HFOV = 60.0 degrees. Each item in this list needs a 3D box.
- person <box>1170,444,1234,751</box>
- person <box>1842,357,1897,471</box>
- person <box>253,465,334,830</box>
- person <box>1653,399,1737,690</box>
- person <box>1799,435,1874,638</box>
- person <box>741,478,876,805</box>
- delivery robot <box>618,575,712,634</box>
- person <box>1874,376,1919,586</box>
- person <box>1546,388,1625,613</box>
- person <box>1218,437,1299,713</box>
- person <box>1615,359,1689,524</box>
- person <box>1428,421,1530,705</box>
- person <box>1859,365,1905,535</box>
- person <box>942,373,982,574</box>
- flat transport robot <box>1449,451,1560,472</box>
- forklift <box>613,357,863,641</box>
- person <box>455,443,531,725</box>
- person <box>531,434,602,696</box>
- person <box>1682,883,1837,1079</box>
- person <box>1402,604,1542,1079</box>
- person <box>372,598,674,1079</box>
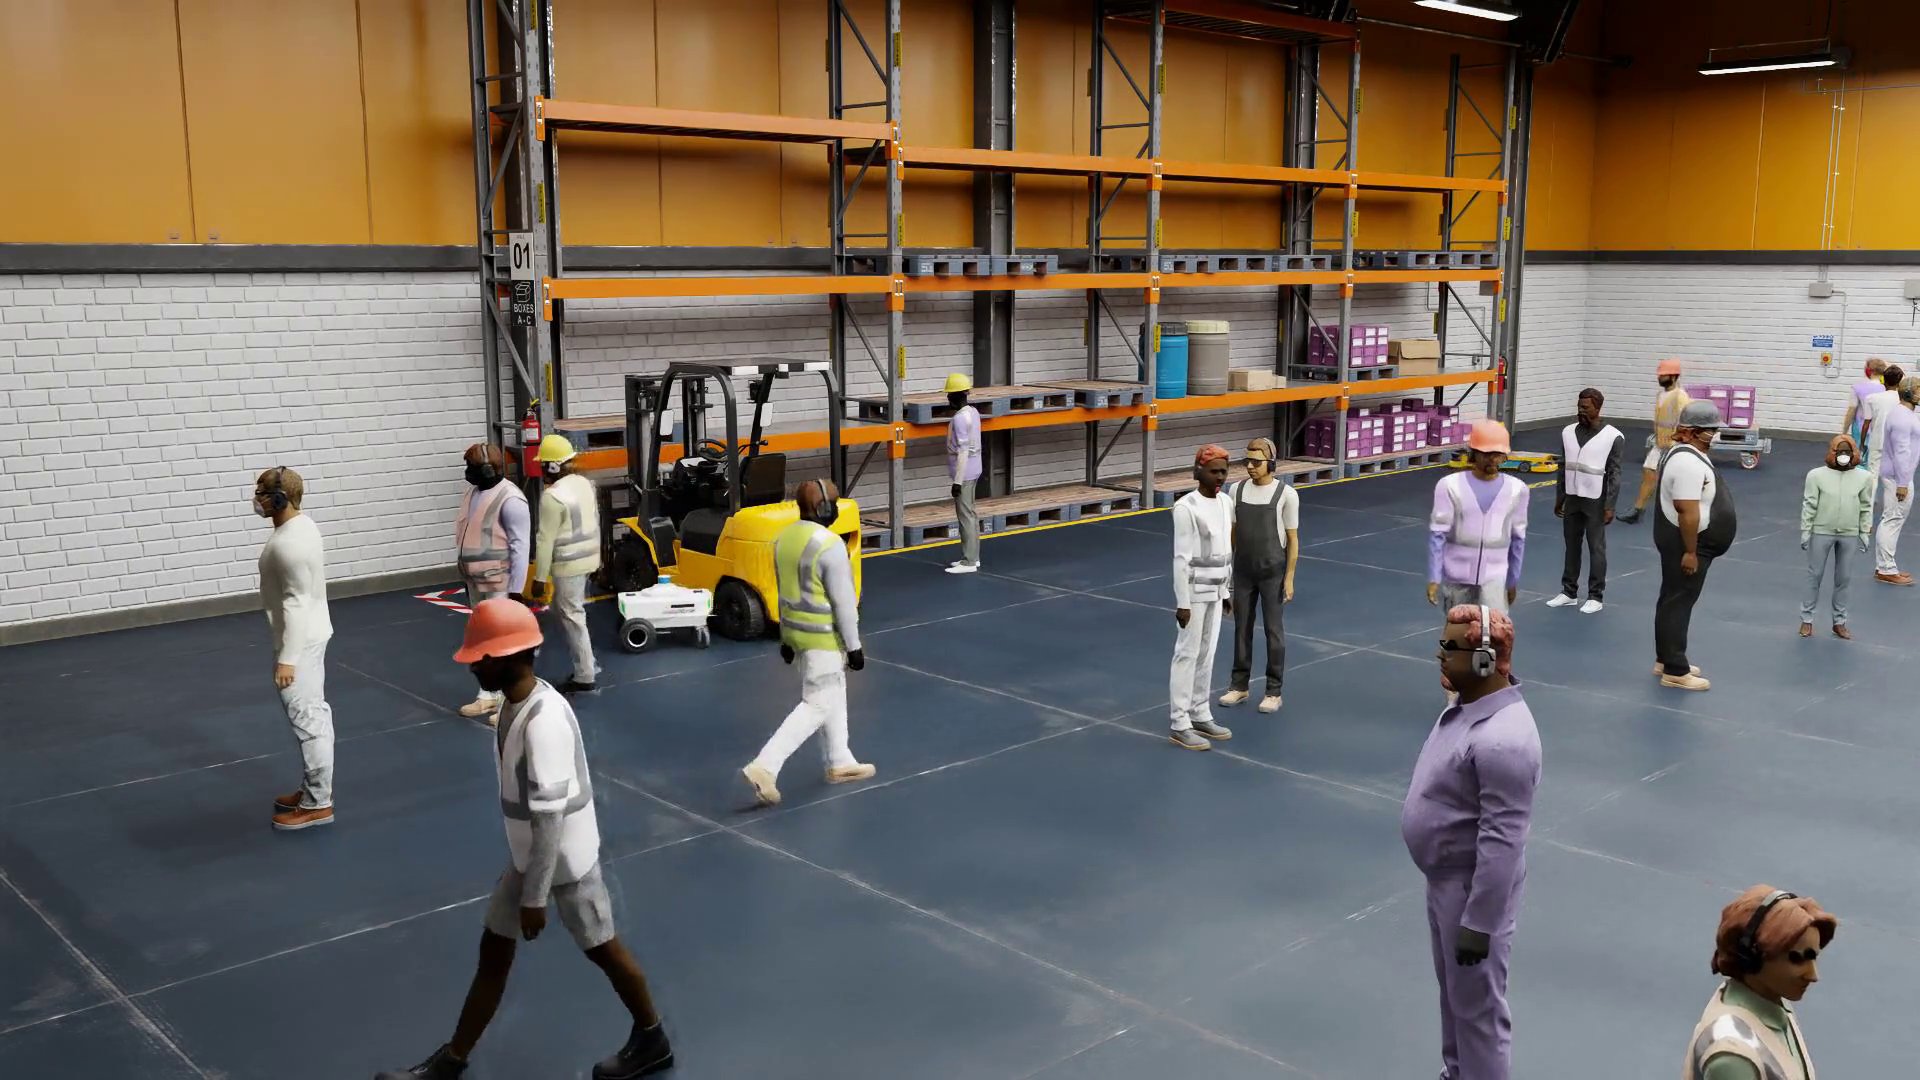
[{"bbox_3d":[1.512,0.345,10.326,0.358,1.881,0.574,8,12,38],"label":"person"},{"bbox_3d":[10.917,-1.269,19.997,0.600,1.857,0.551,-1,10,-5],"label":"person"},{"bbox_3d":[-3.542,0.565,8.866,0.370,1.940,0.627,-3,10,-16],"label":"person"},{"bbox_3d":[5.197,0.016,11.784,0.536,2.000,0.682,3,10,18],"label":"person"},{"bbox_3d":[6.964,-0.029,13.236,0.507,1.632,0.267,3,10,15],"label":"person"},{"bbox_3d":[-0.854,0.555,9.317,0.861,1.812,0.629,-6,11,-30],"label":"person"},{"bbox_3d":[-2.294,0.515,12.935,0.707,0.478,0.477,-2,10,-15],"label":"delivery robot"},{"bbox_3d":[8.718,-0.552,15.407,0.366,1.939,0.635,5,11,27],"label":"person"},{"bbox_3d":[5.370,-0.344,14.251,0.387,1.919,0.594,-6,12,-34],"label":"person"},{"bbox_3d":[1.995,0.230,11.103,0.516,1.843,0.326,7,12,35],"label":"person"},{"bbox_3d":[7.965,-1.101,18.787,0.980,1.884,0.561,-2,10,-10],"label":"person"},{"bbox_3d":[3.340,0.220,10.751,0.633,1.992,1.044,1,10,9],"label":"person"},{"bbox_3d":[10.056,-0.969,18.088,0.525,1.863,0.320,4,10,21],"label":"person"},{"bbox_3d":[0.011,-0.636,15.944,0.385,1.922,0.594,2,10,12],"label":"person"},{"bbox_3d":[7.771,-1.137,23.711,1.431,0.197,0.652,5,11,27],"label":"flat transport robot"},{"bbox_3d":[-1.847,-0.414,13.852,1.214,2.155,2.313,-9,13,-42],"label":"forklift"},{"bbox_3d":[-3.045,0.280,10.836,0.622,1.840,0.430,10,14,44],"label":"person"},{"bbox_3d":[-2.709,0.179,11.483,0.444,1.811,0.610,1,10,9],"label":"person"},{"bbox_3d":[1.777,1.579,3.817,0.314,1.636,0.515,6,11,31],"label":"person"},{"bbox_3d":[1.673,1.150,5.536,0.410,1.909,0.643,1,10,5],"label":"person"},{"bbox_3d":[-1.506,1.114,5.854,1.093,1.861,0.563,-6,11,-31],"label":"person"}]
